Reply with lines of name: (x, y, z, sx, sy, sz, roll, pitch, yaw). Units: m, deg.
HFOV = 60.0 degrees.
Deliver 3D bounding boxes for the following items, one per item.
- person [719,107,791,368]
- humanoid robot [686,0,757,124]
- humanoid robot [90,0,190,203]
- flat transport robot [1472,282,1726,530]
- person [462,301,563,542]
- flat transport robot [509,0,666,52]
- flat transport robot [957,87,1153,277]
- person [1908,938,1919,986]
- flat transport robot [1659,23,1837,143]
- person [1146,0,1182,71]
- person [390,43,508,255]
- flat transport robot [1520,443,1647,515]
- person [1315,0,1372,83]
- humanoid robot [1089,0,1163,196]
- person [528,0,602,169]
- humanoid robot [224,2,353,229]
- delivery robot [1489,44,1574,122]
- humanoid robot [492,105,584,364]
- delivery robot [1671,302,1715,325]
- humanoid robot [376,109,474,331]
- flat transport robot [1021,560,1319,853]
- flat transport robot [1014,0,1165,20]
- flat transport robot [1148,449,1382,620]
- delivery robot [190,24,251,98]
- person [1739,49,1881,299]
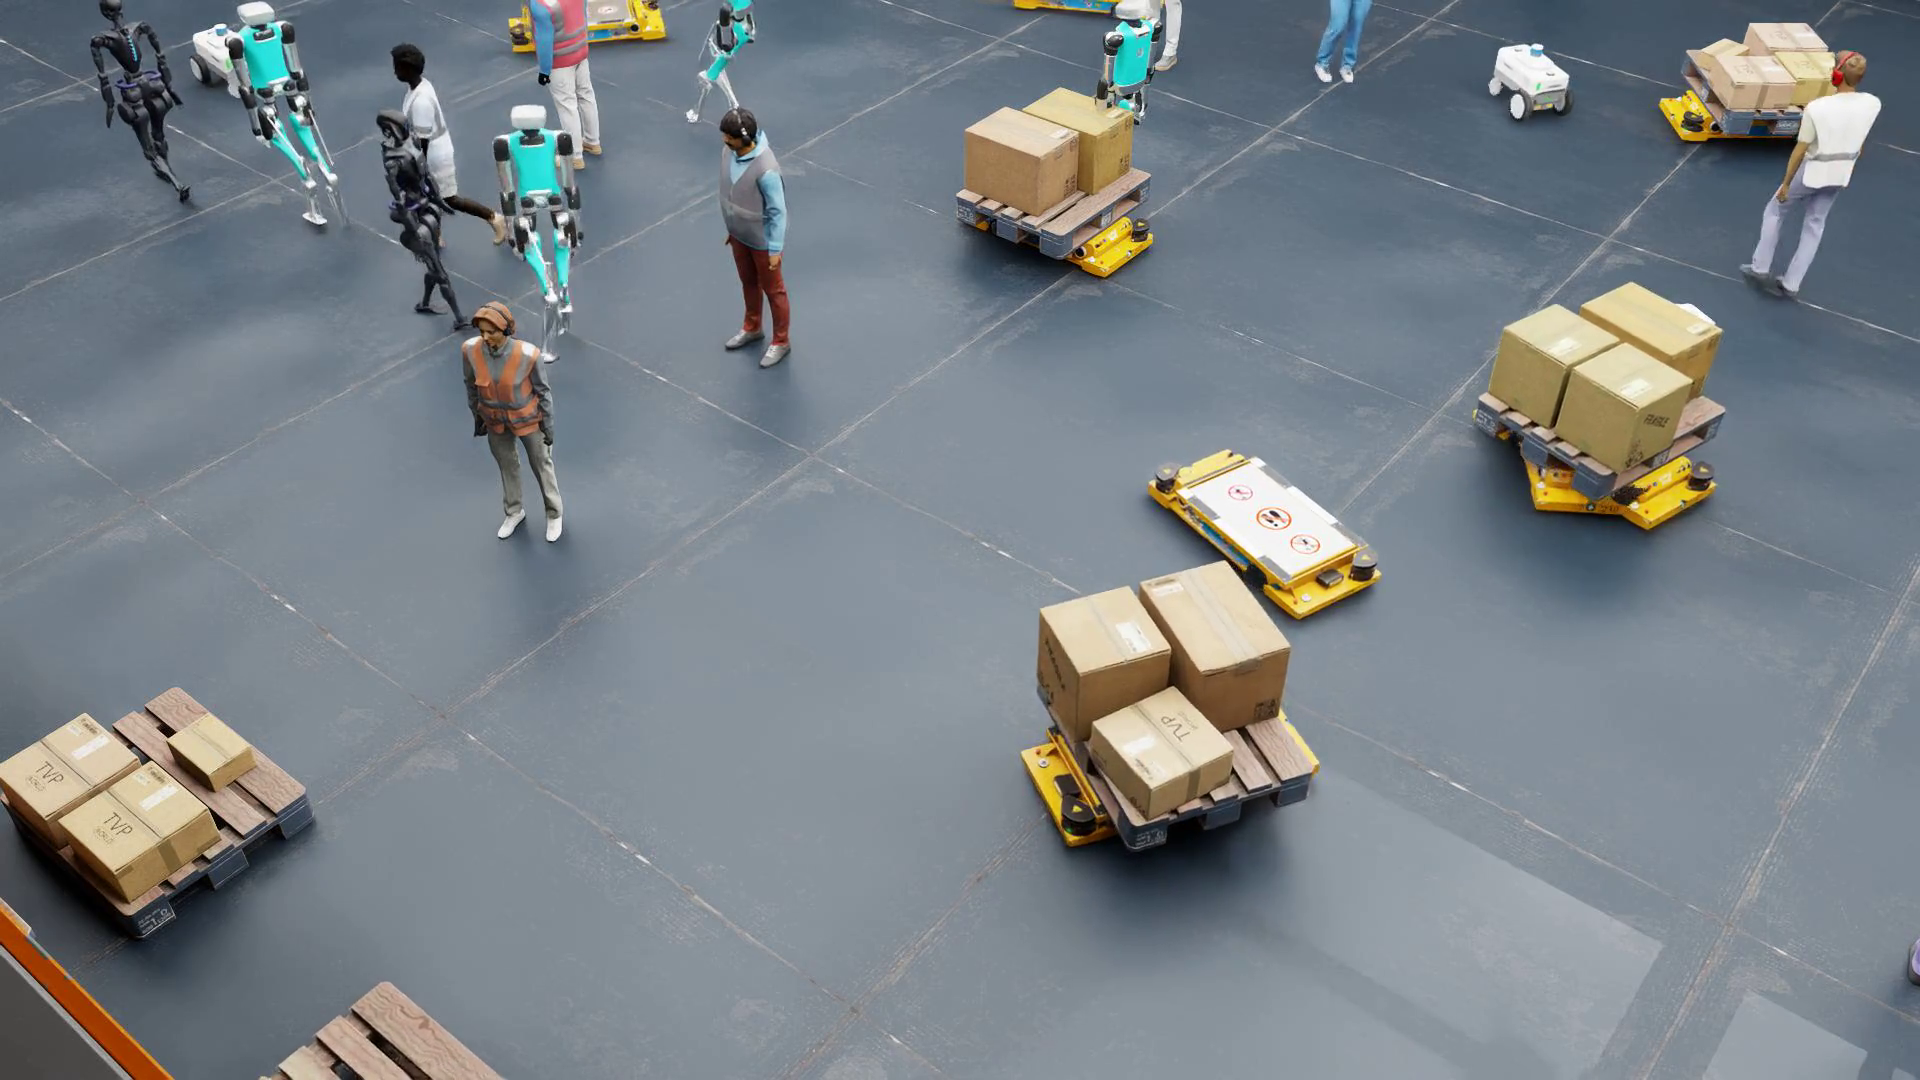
person: (-1.373, -2.062, 11.262, 0.534, 1.877, 0.416, 32, 50, 32)
humanoid robot: (-2.066, -4.262, 14.033, 0.826, 1.877, 0.545, 15, 43, 17)
humanoid robot: (-6.440, -3.488, 13.138, 0.737, 1.654, 0.612, 28, 48, 29)
flat transport robot: (4.104, -0.615, 10.801, 0.659, 0.231, 1.431, -24, 46, -26)
person: (-2.633, -0.694, 9.834, 0.514, 1.641, 0.308, 6, 41, 7)
flat transport robot: (-3.571, -4.937, 15.886, 1.431, 0.231, 0.659, -9, 41, -11)
flat transport robot: (0.735, -2.484, 13.000, 1.431, 0.231, 0.659, 27, 47, 28)
person: (4.631, 1.391, 7.224, 0.563, 1.846, 0.391, 30, 49, 31)
flat transport robot: (6.892, -3.684, 14.412, 1.431, 0.231, 0.659, 0, 40, 0)
person: (1.831, -5.175, 14.920, 0.356, 1.883, 0.574, -32, 50, -32)
person: (-3.865, -2.902, 12.403, 0.718, 1.672, 0.521, -15, 43, -17)
flat transport robot: (3.999, -0.686, 10.885, 0.659, 0.231, 1.431, 3, 40, 4)
person: (3.486, -4.917, 14.751, 0.526, 1.703, 0.389, -9, 41, -11)
humanoid robot: (1.133, -3.438, 12.888, 0.533, 1.675, 0.735, -27, 47, -28)
person: (-3.224, -3.915, 13.470, 0.430, 1.844, 0.621, 17, 43, 19)
humanoid robot: (-5.031, -3.088, 12.671, 0.717, 1.904, 0.549, 30, 49, 30)
delivery robot: (5.018, -4.055, 14.622, 0.499, 0.587, 0.789, -11, 42, -13)
humanoid robot: (-2.822, -1.938, 11.272, 0.544, 1.759, 1.041, -4, 41, -5)
delivery robot: (4.782, -1.374, 11.457, 0.747, 0.572, 0.499, -13, 42, -15)
humanoid robot: (-3.713, -2.278, 11.688, 0.611, 1.646, 0.614, 5, 41, 5)
flat transport robot: (1.103, 1.136, 8.742, 1.431, 0.231, 0.659, -14, 42, -16)
flat transport robot: (1.305, -5.410, 16.442, 1.431, 0.231, 0.659, 9, 41, 10)
flat transport robot: (1.848, -0.089, 10.183, 0.659, 0.231, 1.431, -22, 45, -24)
delivery robot: (-6.581, -4.350, 14.981, 0.522, 0.603, 0.775, -31, 49, -32)
person: (6.146, -2.645, 11.989, 0.571, 1.821, 0.607, -3, 40, -3)
